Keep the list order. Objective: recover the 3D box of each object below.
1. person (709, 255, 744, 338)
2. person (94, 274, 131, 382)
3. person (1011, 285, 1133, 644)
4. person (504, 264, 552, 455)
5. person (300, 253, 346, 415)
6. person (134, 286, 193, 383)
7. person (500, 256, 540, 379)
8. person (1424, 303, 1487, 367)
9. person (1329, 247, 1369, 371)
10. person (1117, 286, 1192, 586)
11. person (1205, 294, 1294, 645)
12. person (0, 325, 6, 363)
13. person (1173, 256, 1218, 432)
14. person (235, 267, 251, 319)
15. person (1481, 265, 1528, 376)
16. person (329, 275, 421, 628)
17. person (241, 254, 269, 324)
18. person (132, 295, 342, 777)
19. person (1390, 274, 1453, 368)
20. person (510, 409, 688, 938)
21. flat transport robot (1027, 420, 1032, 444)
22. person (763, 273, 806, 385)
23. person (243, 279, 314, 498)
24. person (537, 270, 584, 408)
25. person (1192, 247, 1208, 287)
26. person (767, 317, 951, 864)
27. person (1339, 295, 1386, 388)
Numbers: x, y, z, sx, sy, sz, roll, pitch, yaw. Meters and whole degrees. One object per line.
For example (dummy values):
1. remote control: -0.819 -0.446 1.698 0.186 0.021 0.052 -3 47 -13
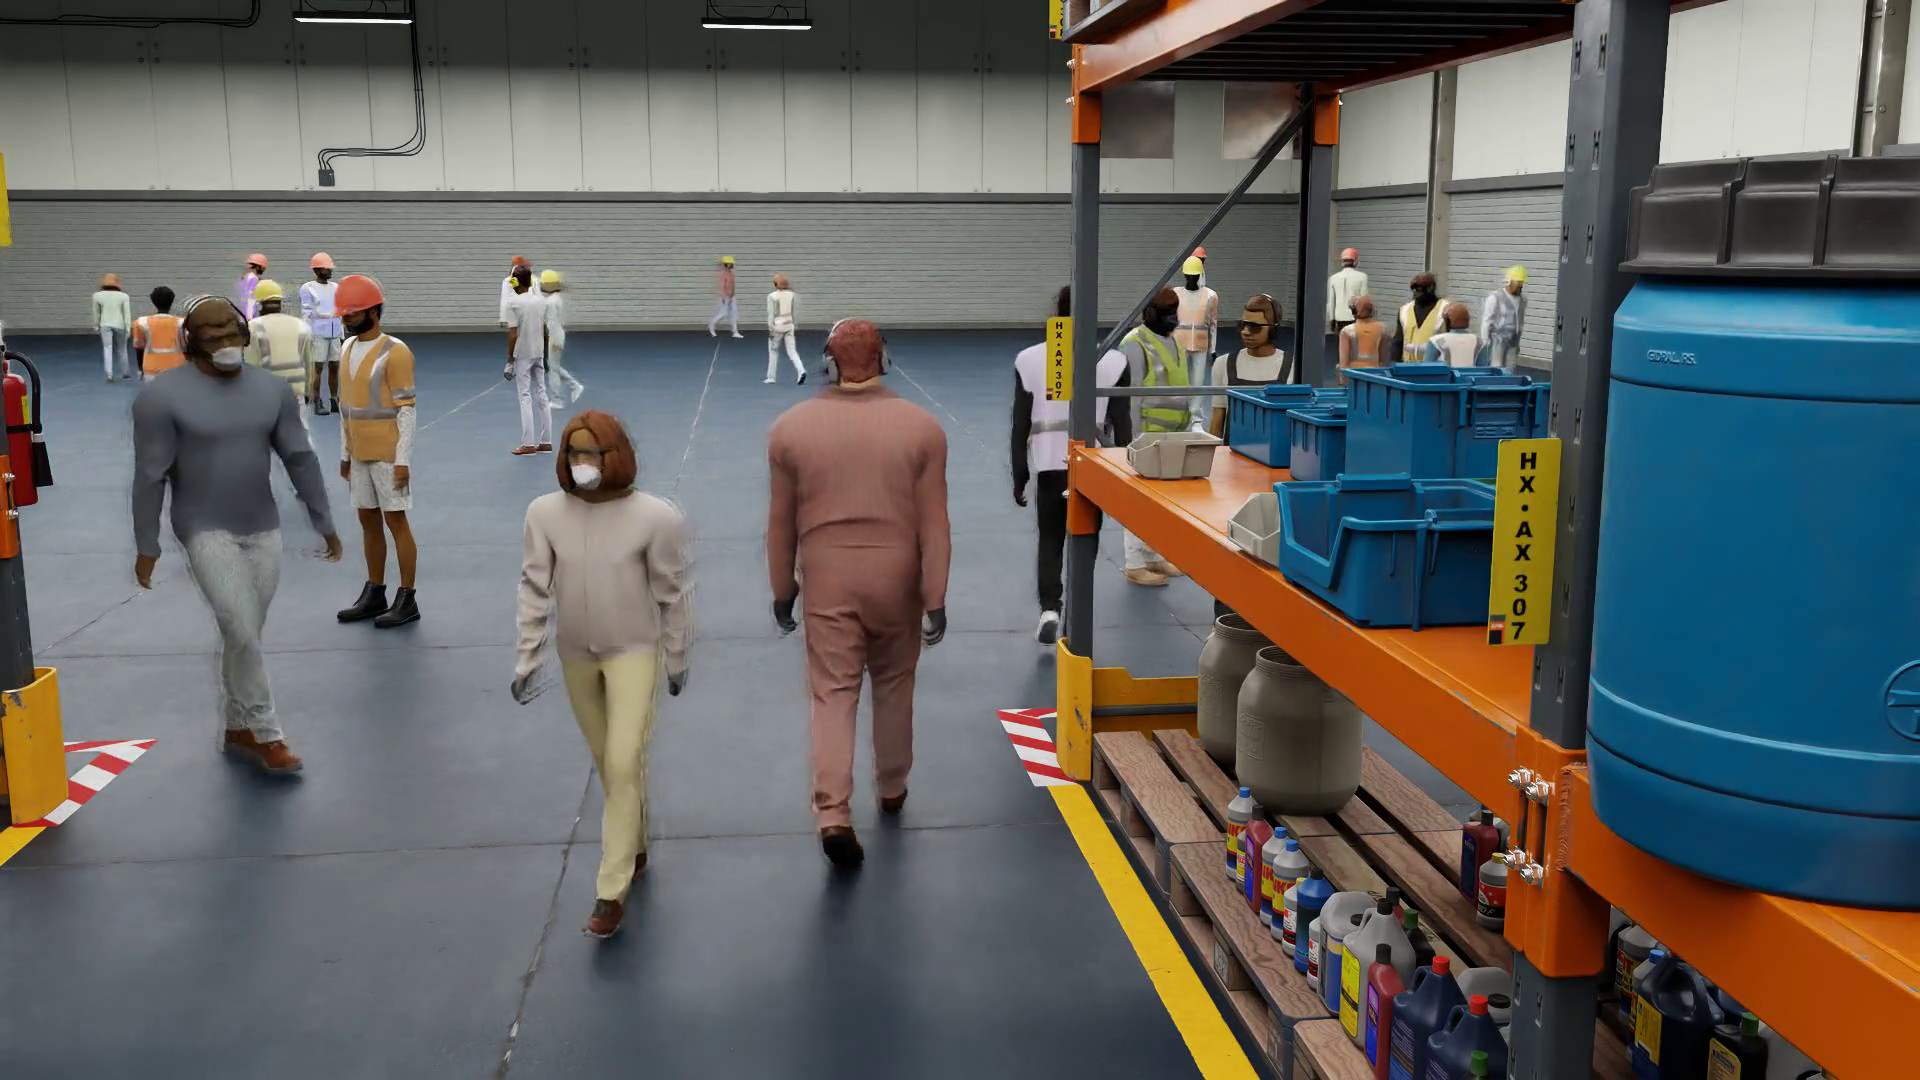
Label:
1. person: -4.953 -5.152 35.202 0.721 1.744 0.531 5 12 27
2. person: -12.521 -3.135 24.582 0.511 1.596 0.832 -3 11 -17
3. person: 0.577 -0.353 8.498 0.615 1.899 0.454 3 11 14
4. person: -4.241 -1.753 16.296 0.329 1.857 0.518 8 13 37
5. person: -7.620 -2.471 20.002 0.360 1.936 0.552 7 12 33
6. person: -7.747 -1.645 16.232 0.533 1.662 0.826 -5 11 -26
7. person: -6.680 -3.367 25.178 0.597 1.831 1.018 -10 14 -42
8. person: 4.061 -1.146 13.702 0.504 1.584 0.924 -2 11 -11
9. person: 5.675 -3.274 24.285 0.659 1.977 0.703 10 14 43
10. person: 1.218 -0.639 10.281 0.430 1.833 0.646 7 12 34
11. person: 1.534 -0.341 8.586 0.506 1.842 0.348 3 11 18
12. person: -8.579 -1.380 14.508 0.417 1.751 0.550 7 13 35
13. person: 2.476 -2.074 17.861 0.594 1.922 0.384 0 10 -3
14. person: -12.270 -3.925 28.839 0.498 1.620 0.590 -8 13 -39
15. person: 6.527 -2.403 20.014 0.599 1.804 0.580 -5 12 -27
16. person: -3.220 -0.480 9.115 0.542 1.927 0.380 7 12 33
17. person: -11.138 -3.549 26.103 1.026 1.876 0.588 -7 12 -33
18. person: -2.813 -0.008 6.577 0.762 1.901 0.767 7 13 35
19. person: 4.382 -1.614 15.729 0.642 1.779 0.995 9 14 42
20. person: -1.138 0.402 5.174 0.500 1.597 0.816 2 11 12
21. flat transport robot: 0.969 -1.173 17.457 0.652 0.197 1.431 0 10 2
22. person: -2.551 -3.046 24.049 0.531 1.623 0.692 -9 14 -41
23. person: -5.611 -1.234 13.655 0.935 1.780 0.623 9 14 40
24. person: -5.013 -2.497 20.710 0.446 1.727 0.502 -1 10 -4
25. person: 4.473 -4.527 31.271 0.371 1.935 0.551 7 12 33
26. person: -0.356 0.156 5.825 0.649 1.864 0.990 0 10 1
27. person: 3.758 -1.488 15.549 0.520 1.597 0.825 -3 11 -16
